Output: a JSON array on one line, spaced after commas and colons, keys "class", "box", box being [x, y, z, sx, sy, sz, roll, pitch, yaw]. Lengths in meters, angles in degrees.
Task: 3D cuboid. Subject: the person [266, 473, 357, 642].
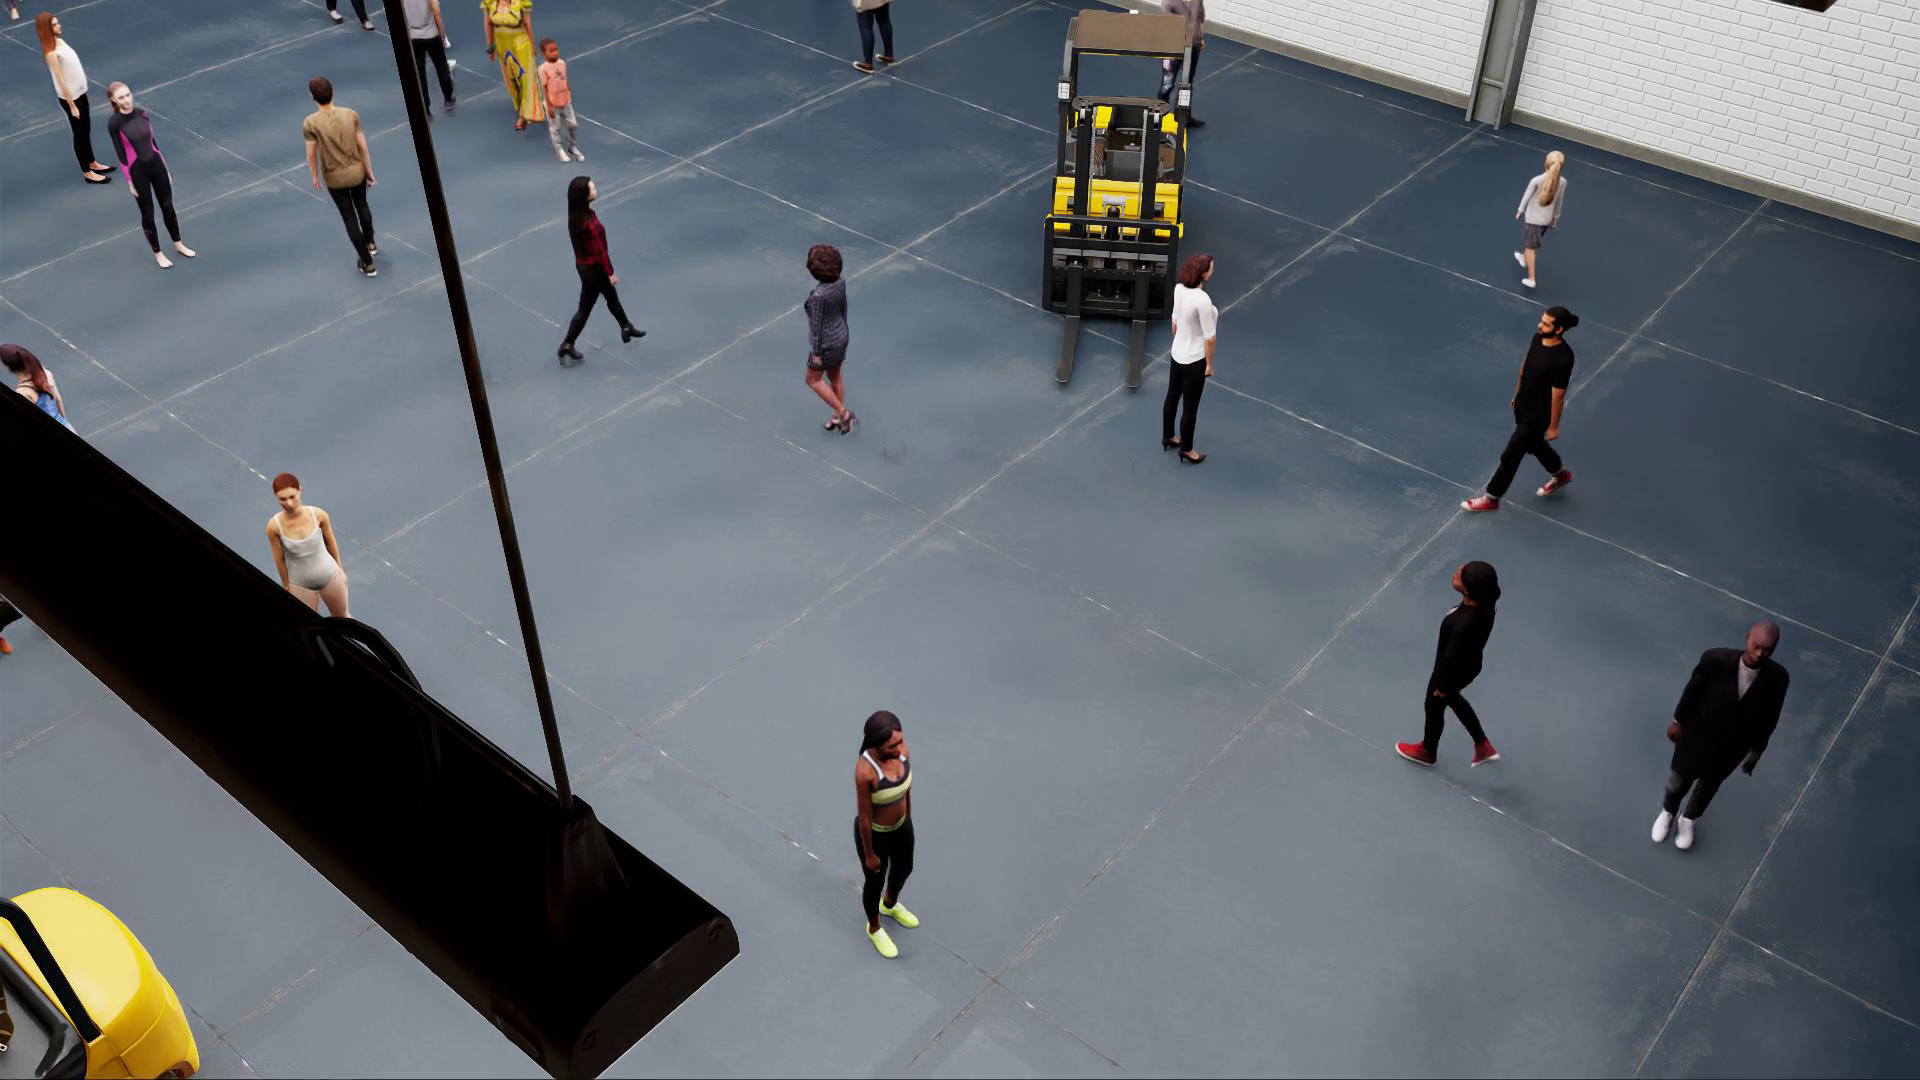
[{"class": "person", "box": [-4.203, 0.248, 10.818, 0.606, 1.643, 0.589, -19, 42, -22]}]

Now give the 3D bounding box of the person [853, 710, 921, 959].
[{"class": "person", "box": [-0.450, 1.561, 9.085, 0.543, 1.752, 0.581, 30, 47, 32]}]

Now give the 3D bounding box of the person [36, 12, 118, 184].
[{"class": "person", "box": [-8.865, -4.420, 16.600, 0.719, 1.721, 0.634, -7, 39, -9]}]

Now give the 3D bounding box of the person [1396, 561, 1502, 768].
[{"class": "person", "box": [3.091, 0.805, 10.107, 0.829, 1.659, 0.586, 27, 46, 30]}]

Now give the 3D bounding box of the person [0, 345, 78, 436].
[{"class": "person", "box": [-6.574, -0.725, 12.063, 0.685, 1.609, 0.651, 4, 39, 5]}]

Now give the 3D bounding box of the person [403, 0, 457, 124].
[{"class": "person", "box": [-5.735, -5.341, 17.743, 0.808, 1.733, 0.885, -12, 40, -15]}]

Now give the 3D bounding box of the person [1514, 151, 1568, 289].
[{"class": "person", "box": [5.255, -2.895, 15.069, 0.829, 1.248, 0.922, -5, 39, -7]}]

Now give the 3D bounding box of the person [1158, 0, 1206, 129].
[{"class": "person", "box": [2.358, -5.178, 17.437, 0.954, 1.861, 0.768, -31, 48, -33]}]

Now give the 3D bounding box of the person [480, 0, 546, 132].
[{"class": "person", "box": [-4.754, -5.257, 17.746, 1.285, 1.599, 1.294, 0, 39, 0]}]

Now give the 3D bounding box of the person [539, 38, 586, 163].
[{"class": "person", "box": [-4.174, -4.526, 17.070, 0.521, 1.299, 0.596, -27, 46, -30]}]

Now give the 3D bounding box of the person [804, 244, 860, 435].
[{"class": "person", "box": [-0.951, -1.505, 12.976, 0.721, 1.688, 0.697, 19, 42, 22]}]

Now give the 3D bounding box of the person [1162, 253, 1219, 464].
[{"class": "person", "box": [1.747, -1.387, 12.746, 0.729, 1.792, 0.574, -20, 43, -23]}]

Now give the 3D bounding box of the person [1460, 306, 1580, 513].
[{"class": "person", "box": [4.317, -0.953, 12.253, 1.177, 1.729, 1.157, -5, 39, -6]}]

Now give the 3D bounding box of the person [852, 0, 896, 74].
[{"class": "person", "box": [-0.978, -6.240, 18.740, 0.662, 1.895, 0.700, 31, 48, 33]}]

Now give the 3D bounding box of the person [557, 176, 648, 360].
[{"class": "person", "box": [-3.166, -2.224, 13.935, 0.889, 1.614, 1.068, -21, 43, -24]}]

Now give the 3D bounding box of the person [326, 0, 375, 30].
[{"class": "person", "box": [-7.483, -6.904, 19.826, 0.711, 1.577, 1.114, -31, 48, -33]}]

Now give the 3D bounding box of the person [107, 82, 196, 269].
[{"class": "person", "box": [-7.471, -3.374, 15.265, 0.585, 1.752, 0.569, 23, 44, 26]}]

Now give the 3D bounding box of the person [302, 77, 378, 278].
[{"class": "person", "box": [-5.538, -3.247, 15.043, 0.798, 1.830, 0.976, -25, 45, -28]}]

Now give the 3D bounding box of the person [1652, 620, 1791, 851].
[{"class": "person", "box": [4.420, 1.082, 9.689, 0.674, 1.748, 0.812, 14, 41, 17]}]
